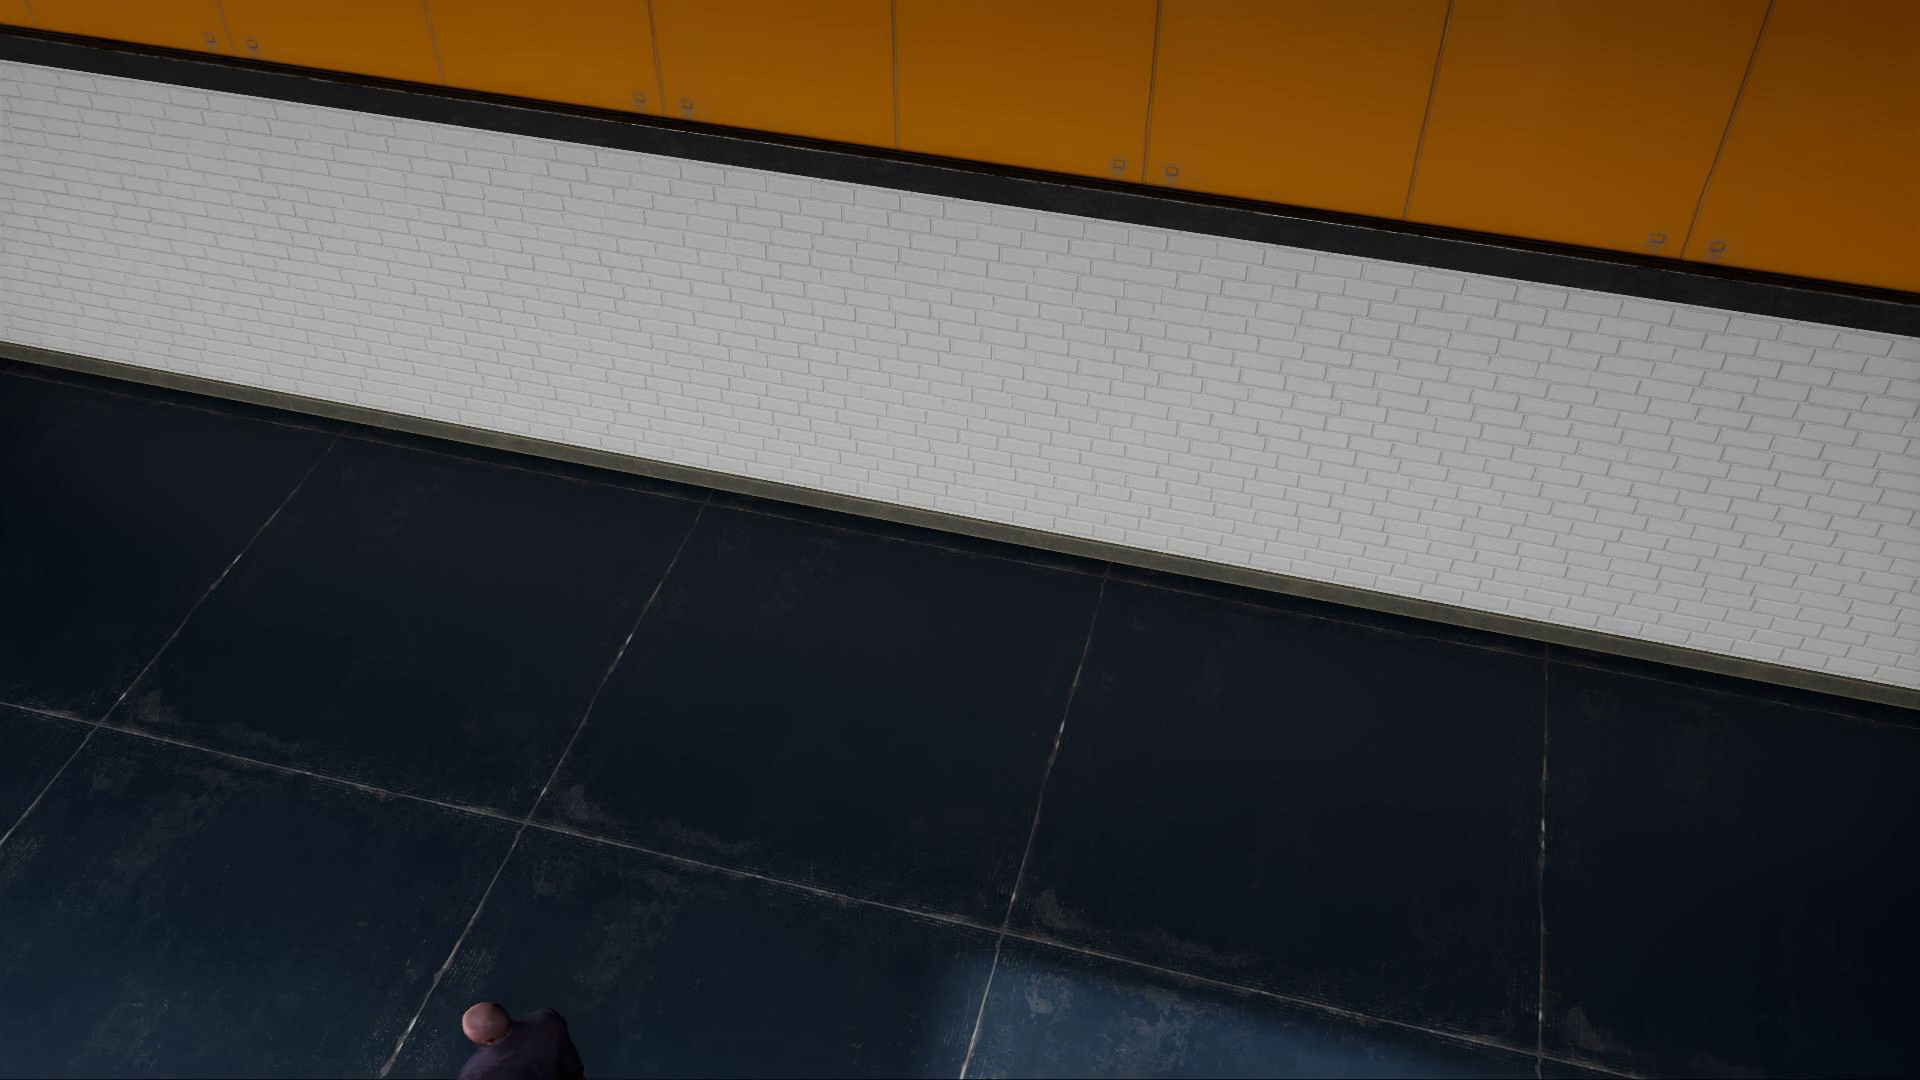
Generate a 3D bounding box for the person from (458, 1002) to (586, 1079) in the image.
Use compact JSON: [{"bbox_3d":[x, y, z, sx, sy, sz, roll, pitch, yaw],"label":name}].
[{"bbox_3d":[-1.945,2.734,7.782,1.068,1.796,1.095,-26,50,-25],"label":"person"}]
